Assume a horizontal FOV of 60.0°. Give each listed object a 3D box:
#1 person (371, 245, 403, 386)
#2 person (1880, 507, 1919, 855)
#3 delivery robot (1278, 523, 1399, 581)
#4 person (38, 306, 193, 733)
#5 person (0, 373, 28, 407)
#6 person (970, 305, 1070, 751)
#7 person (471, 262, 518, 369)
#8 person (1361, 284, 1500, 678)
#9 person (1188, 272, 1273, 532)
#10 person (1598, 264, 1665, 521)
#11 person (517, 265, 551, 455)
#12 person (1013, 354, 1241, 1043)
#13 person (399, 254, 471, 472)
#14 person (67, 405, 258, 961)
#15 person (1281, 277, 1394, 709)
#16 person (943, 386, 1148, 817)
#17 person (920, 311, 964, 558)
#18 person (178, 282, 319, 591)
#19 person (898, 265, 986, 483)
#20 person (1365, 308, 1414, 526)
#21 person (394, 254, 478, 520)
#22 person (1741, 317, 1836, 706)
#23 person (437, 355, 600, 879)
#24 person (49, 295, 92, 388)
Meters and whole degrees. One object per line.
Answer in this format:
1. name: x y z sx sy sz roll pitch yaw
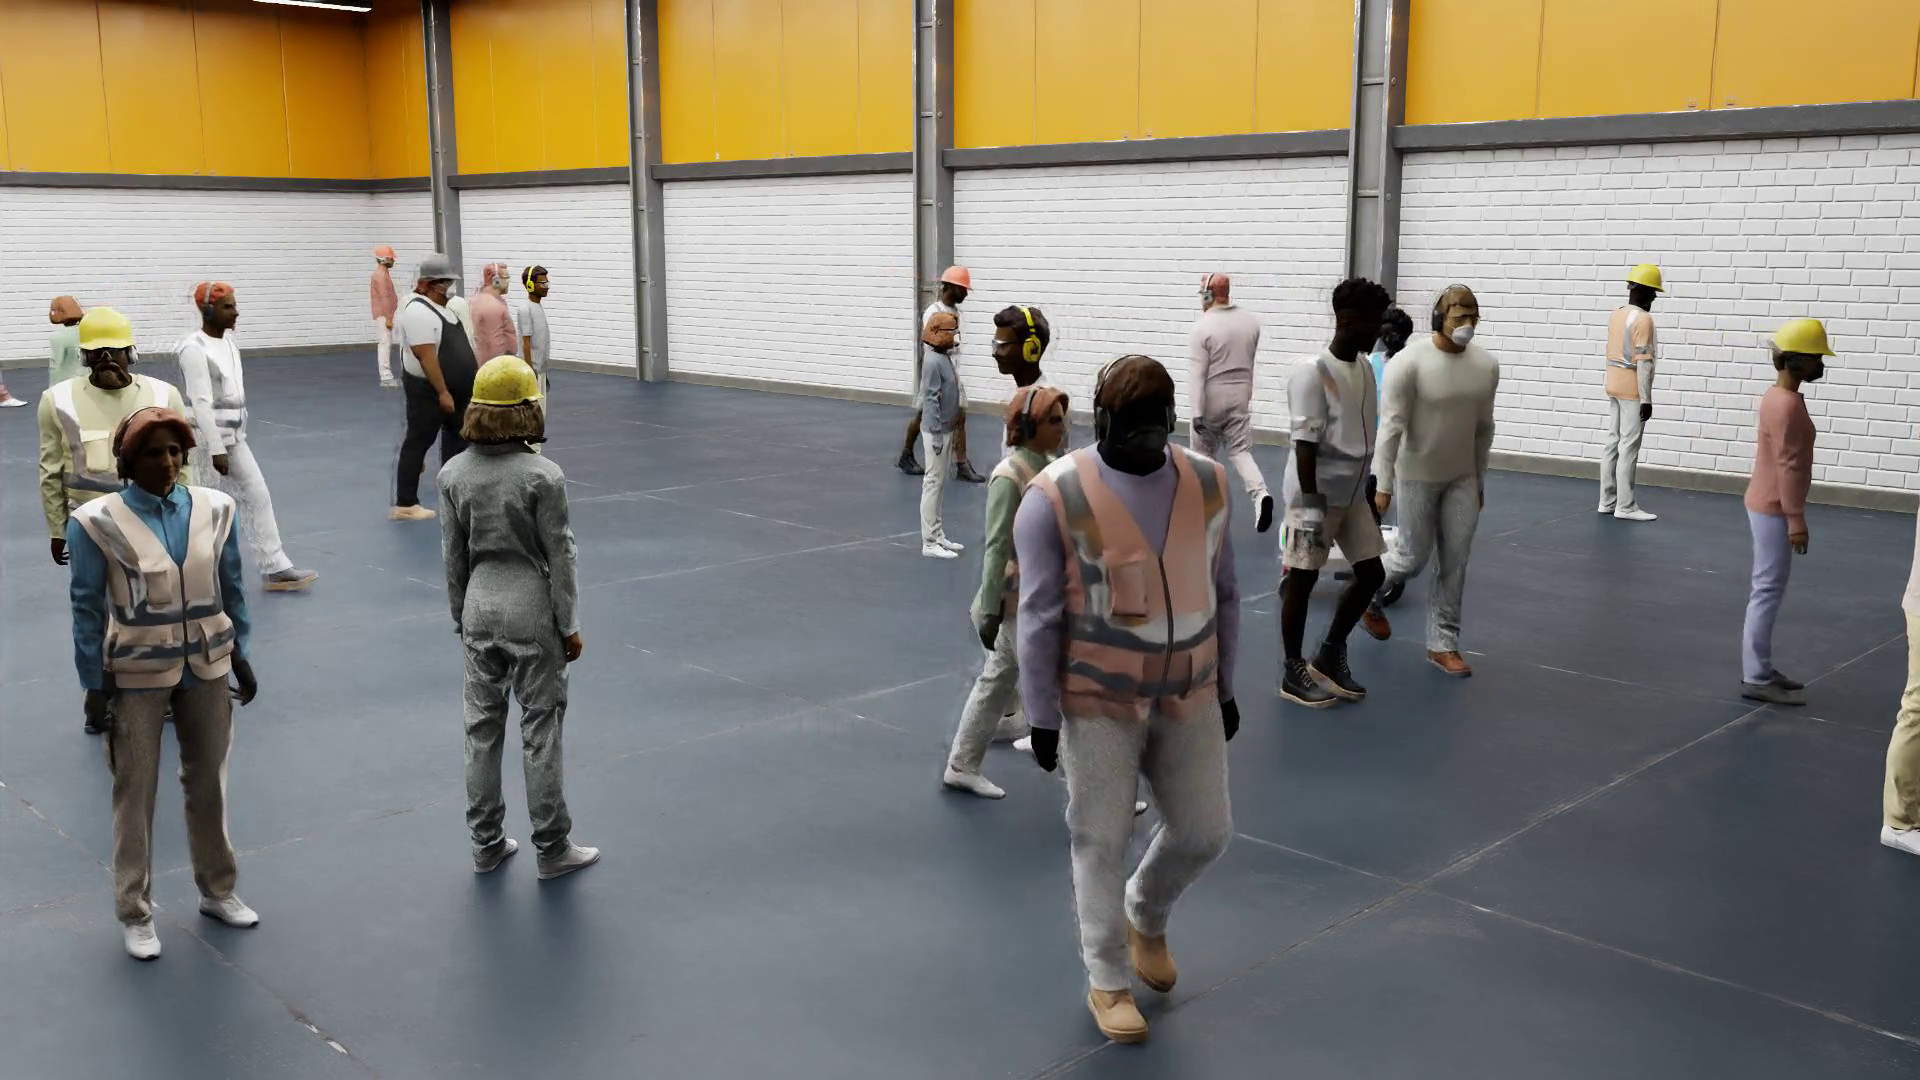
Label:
1. person: -8.145 -3.180 23.614 0.392 1.995 0.620 -3 11 -16
2. person: 3.415 0.274 5.761 0.269 1.632 0.509 8 13 36
3. delivery robot: 2.238 0.027 9.796 0.707 0.478 0.477 2 11 13
4. person: -3.626 -0.090 7.201 0.597 1.831 0.403 -7 12 -33
5. person: -12.218 -2.553 20.571 0.980 1.865 0.647 -5 11 -25
6. person: 0.234 -0.018 6.775 0.650 1.843 0.515 -3 11 -16
7. person: -4.250 -1.582 15.164 0.487 1.892 0.667 -5 11 -24
8. person: 2.277 -0.313 8.222 0.642 1.913 0.714 -4 11 -19
9. person: 1.912 -0.980 11.946 0.647 1.874 0.813 -6 12 -28
10. person: 5.065 -1.110 12.531 0.374 1.919 0.585 -1 10 -4
11. person: -3.712 -1.469 14.621 0.311 1.869 0.532 0 10 -1
12. person: 0.461 0.421 4.432 0.649 1.828 0.452 -3 11 -18
13. person: -4.582 -1.498 14.497 0.646 1.966 0.667 0 10 0
14. person: -2.372 0.414 4.986 0.310 1.636 0.522 9 13 39
15. person: 1.673 -0.193 7.463 0.651 1.942 0.481 -9 14 -39
16. person: 0.286 0.226 6.115 0.856 1.586 0.536 4 11 23
17. person: -0.121 -0.707 11.107 0.279 1.634 0.499 2 11 9
18. person: -4.227 -0.574 9.780 0.853 1.850 0.612 1 10 3
19. person: -0.183 -1.460 14.581 0.986 1.884 0.558 8 13 38
20. person: 2.718 -0.614 10.481 0.557 1.664 0.686 5 11 25
21. person: -3.817 -1.157 12.452 1.012 2.000 0.693 1 10 7
22. person: 3.762 -0.130 7.614 0.317 1.766 0.533 5 11 24
23. person: -1.474 0.262 5.528 0.487 1.744 0.294 3 11 17
24. person: -7.580 -1.274 14.208 0.341 1.620 0.520 2 11 9
